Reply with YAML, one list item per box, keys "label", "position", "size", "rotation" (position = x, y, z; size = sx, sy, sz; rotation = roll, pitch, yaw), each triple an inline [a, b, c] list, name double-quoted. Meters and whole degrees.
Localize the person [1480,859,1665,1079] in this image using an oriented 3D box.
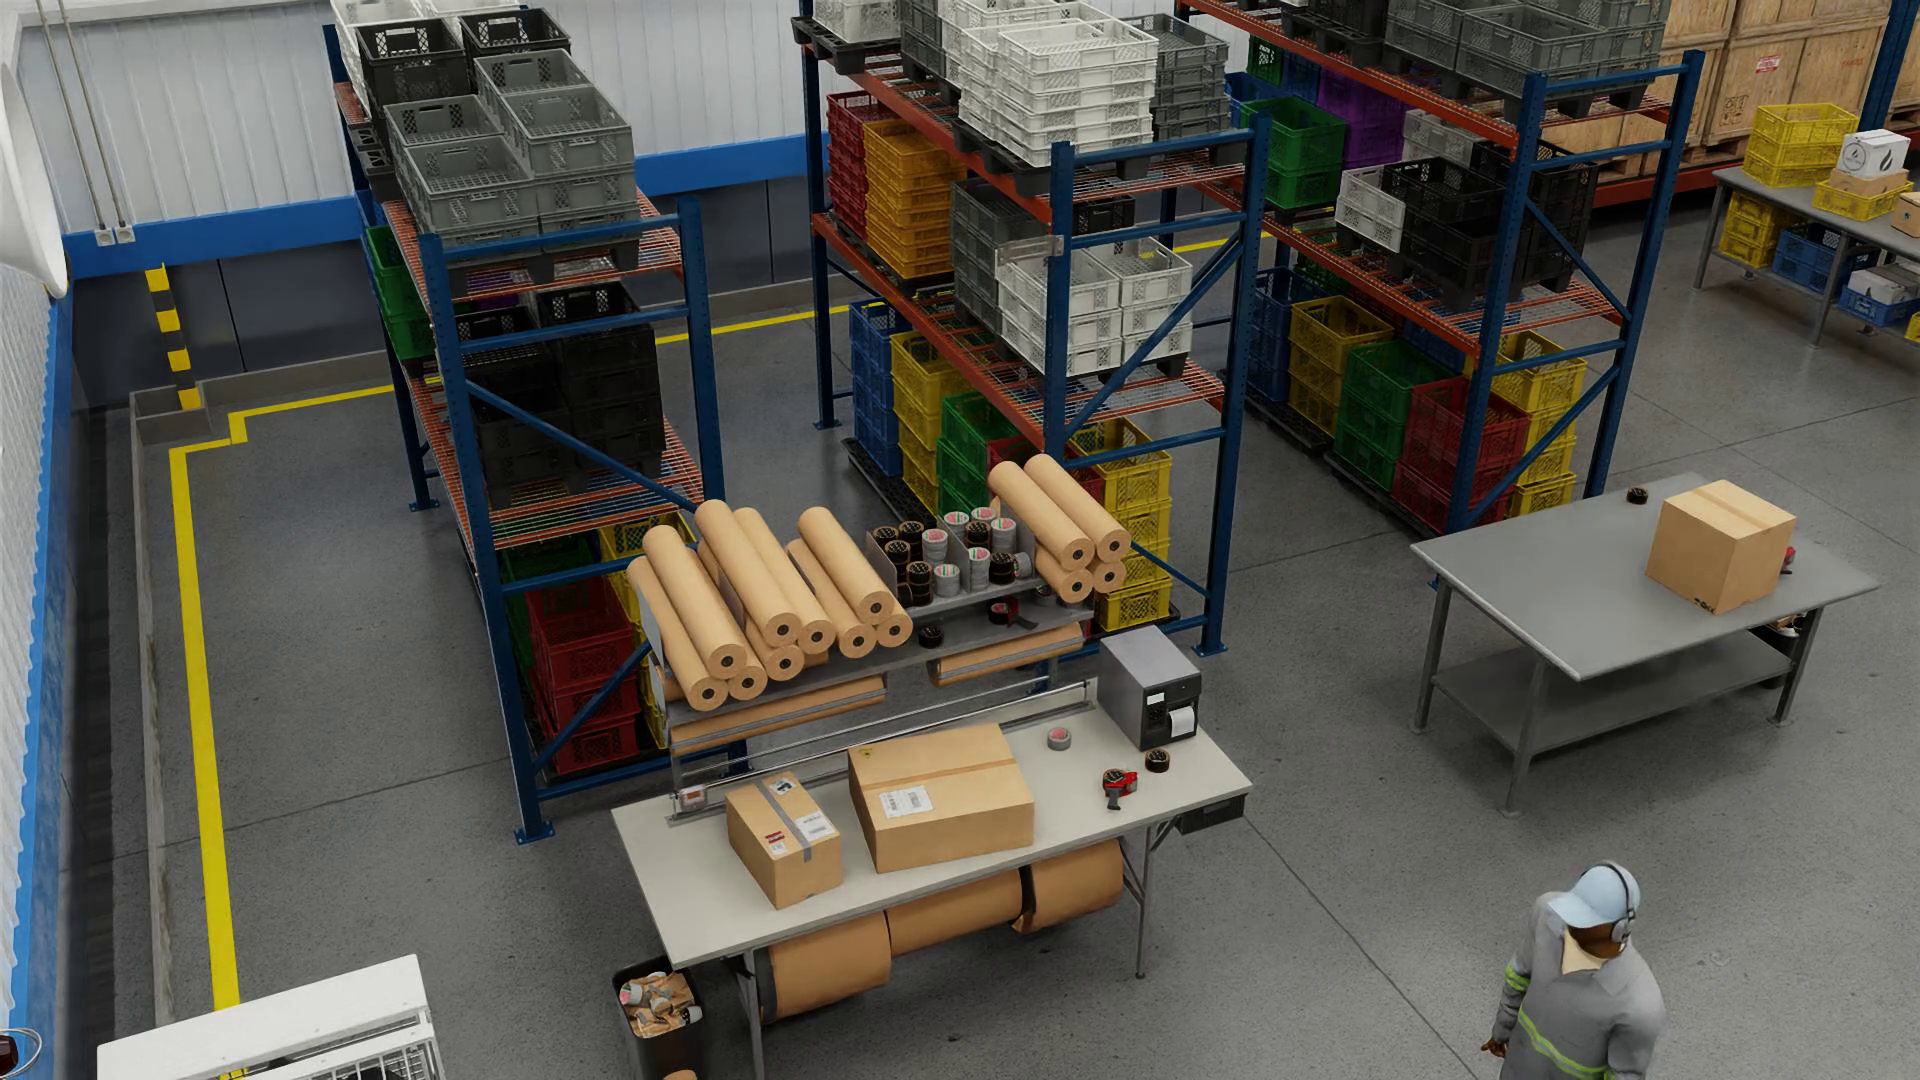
- label: "person"
  position: [1.978, 1.787, 5.558]
  size: [0.370, 1.853, 0.589]
  rotation: [-12, 34, -19]
